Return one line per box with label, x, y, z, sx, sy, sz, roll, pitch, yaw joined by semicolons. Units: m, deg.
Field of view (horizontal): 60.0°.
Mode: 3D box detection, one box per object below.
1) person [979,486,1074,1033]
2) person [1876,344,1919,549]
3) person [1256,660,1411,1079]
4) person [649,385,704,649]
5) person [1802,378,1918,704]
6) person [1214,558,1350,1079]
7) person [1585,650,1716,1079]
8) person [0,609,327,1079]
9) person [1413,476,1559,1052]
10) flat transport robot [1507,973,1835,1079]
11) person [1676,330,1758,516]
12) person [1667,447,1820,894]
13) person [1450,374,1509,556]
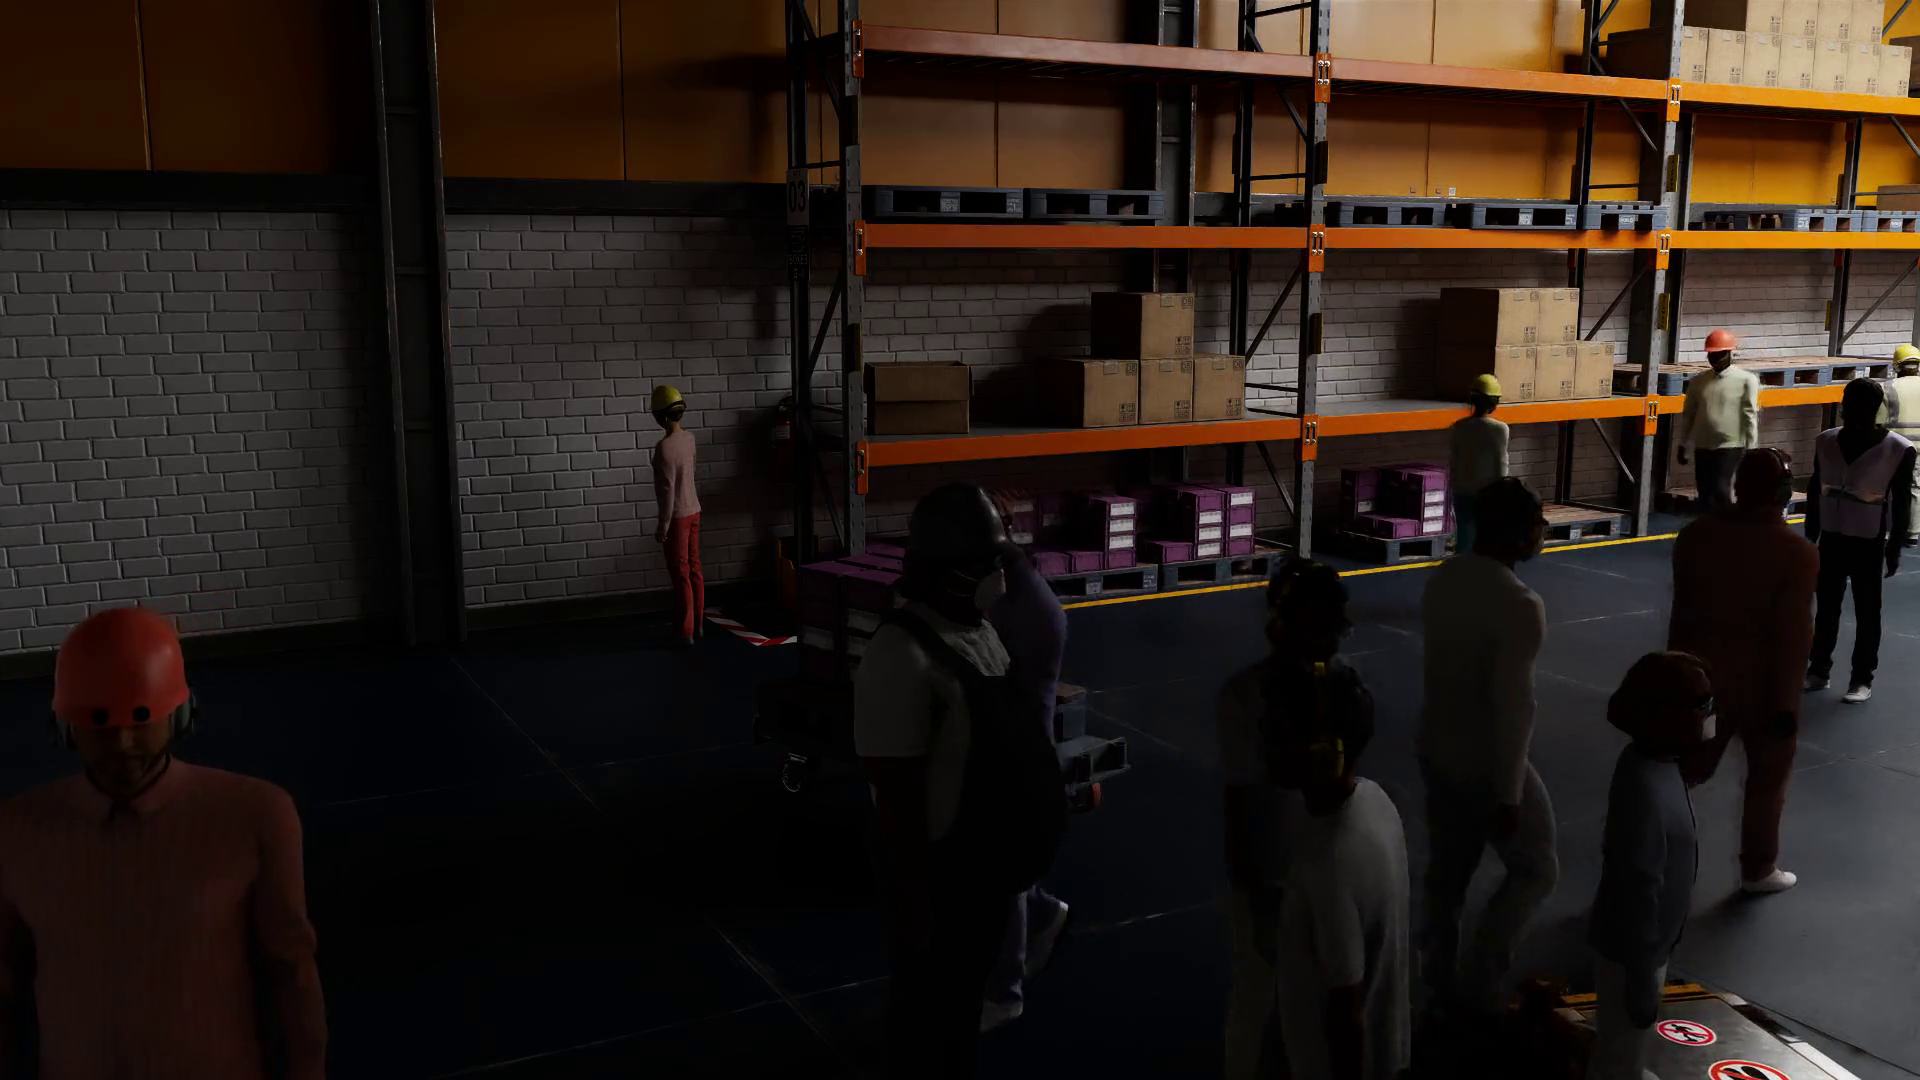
person;0.158;0.737;5.678;0.554;1.878;0.689;-6;12;-31
person;8.387;-0.825;14.819;0.586;1.824;0.403;1;10;6
person;0.845;1.141;3.553;0.978;1.817;0.527;5;11;26
person;-1.911;-0.153;11.122;0.329;1.765;0.525;2;10;12
person;5.279;-0.002;9.821;0.393;1.915;0.587;-6;12;-33
person;0.927;0.944;4.588;0.547;1.835;0.622;-6;11;-30
person;1.794;1.085;4.365;0.286;1.633;0.501;5;11;25
person;-1.580;1.102;3.251;0.640;1.983;0.568;-3;10;-14
person;1.733;0.744;5.504;0.440;1.920;0.628;-3;10;-16
flat transport robot;2.297;1.661;4.973;0.652;0.197;1.431;-2;10;-11
person;6.504;-0.818;14.335;0.458;1.974;0.651;-8;13;-38
person;3.078;0.559;6.720;0.850;1.876;0.659;-5;11;-29
person;3.806;-0.333;12.174;0.388;1.749;0.558;-6;12;-32
